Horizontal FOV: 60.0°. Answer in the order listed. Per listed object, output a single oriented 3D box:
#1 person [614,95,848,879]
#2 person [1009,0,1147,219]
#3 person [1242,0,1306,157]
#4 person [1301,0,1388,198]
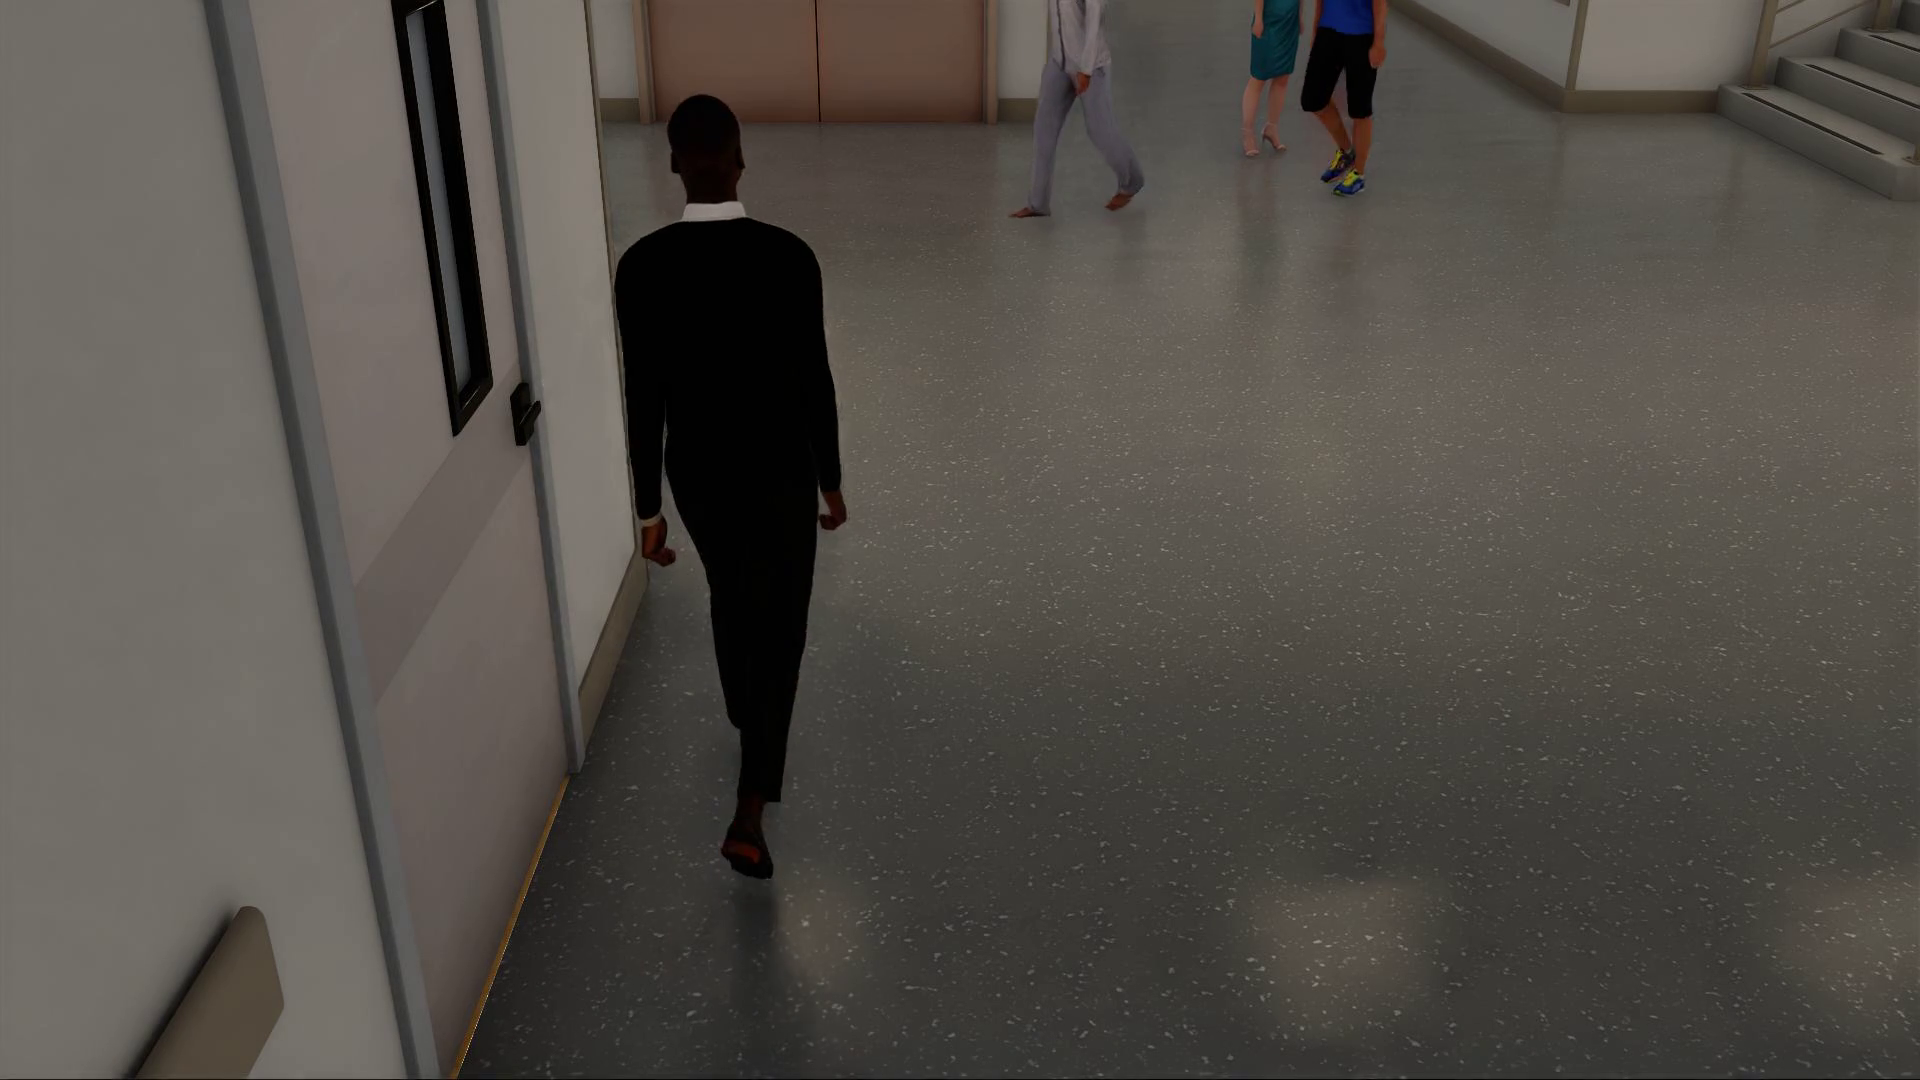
[{"bbox_3d":[-0.505,-0.068,3.821,1.122,1.770,0.750,2,26,4],"label":"person"},{"bbox_3d":[0.737,-2.637,9.218,1.202,1.710,1.052,-18,31,-32],"label":"person"},{"bbox_3d":[2.022,-3.316,10.659,0.608,1.682,0.695,-17,31,-32],"label":"person"},{"bbox_3d":[2.318,-2.966,9.738,0.899,1.850,0.850,-23,34,-39],"label":"person"}]
